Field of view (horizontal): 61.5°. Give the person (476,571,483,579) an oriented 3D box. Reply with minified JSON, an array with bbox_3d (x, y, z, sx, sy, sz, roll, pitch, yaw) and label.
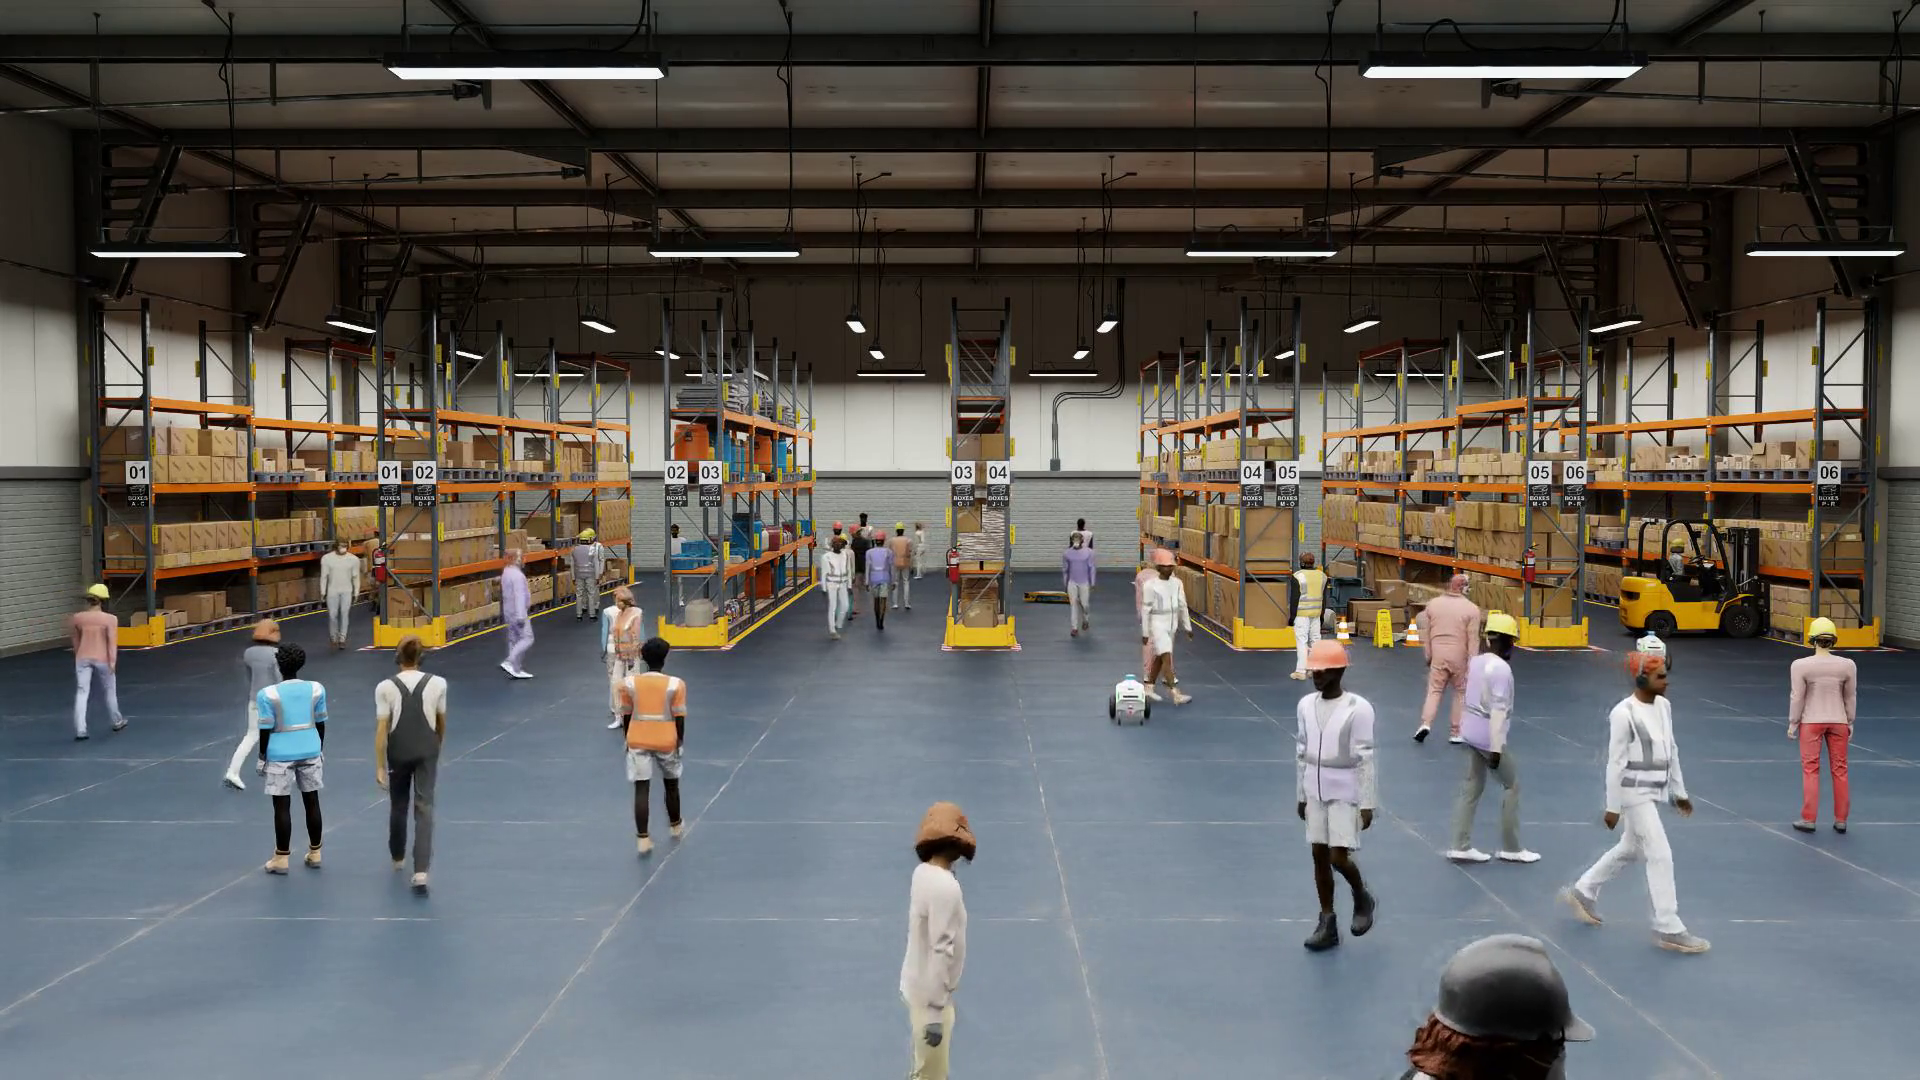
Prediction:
[{"bbox_3d":[-11.838,0.366,39.736,0.622,2.008,1.010,0,2,-1],"label":"person"}]

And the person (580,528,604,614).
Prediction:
[{"bbox_3d":[-7.858,0.666,34.303,0.587,1.826,0.404,1,2,13],"label":"person"}]

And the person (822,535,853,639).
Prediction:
[{"bbox_3d":[-2.212,0.846,29.091,0.630,1.876,0.403,-1,3,-33],"label":"person"}]

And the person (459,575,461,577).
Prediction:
[{"bbox_3d":[-10.974,0.651,34.600,0.603,1.828,0.404,1,2,12],"label":"person"}]

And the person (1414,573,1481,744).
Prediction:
[{"bbox_3d":[5.342,1.305,17.685,0.664,1.875,0.648,2,3,43],"label":"person"}]

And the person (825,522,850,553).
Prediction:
[{"bbox_3d":[-2.764,0.544,36.607,0.574,1.879,1.004,0,2,5],"label":"person"}]

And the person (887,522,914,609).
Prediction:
[{"bbox_3d":[-1.314,0.560,35.714,0.594,1.924,0.382,0,2,0],"label":"person"}]

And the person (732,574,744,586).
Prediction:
[{"bbox_3d":[-5.849,0.327,43.342,0.640,1.795,0.968,0,2,6],"label":"person"}]

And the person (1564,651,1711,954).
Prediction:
[{"bbox_3d":[4.281,1.614,10.280,0.591,1.853,0.941,-2,3,-43],"label":"person"}]

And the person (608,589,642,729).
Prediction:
[{"bbox_3d":[-3.874,1.380,18.821,0.539,1.623,0.460,2,3,44],"label":"person"}]

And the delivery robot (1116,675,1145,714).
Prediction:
[{"bbox_3d":[2.041,1.860,19.366,0.477,0.478,0.707,0,2,5],"label":"delivery robot"}]

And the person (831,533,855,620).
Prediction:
[{"bbox_3d":[-2.401,0.749,32.938,0.534,1.767,0.319,0,2,-2],"label":"person"}]

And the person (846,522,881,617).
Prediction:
[{"bbox_3d":[-2.046,0.618,33.674,0.669,1.988,0.649,1,3,29],"label":"person"}]

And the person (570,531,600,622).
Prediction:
[{"bbox_3d":[-7.557,0.728,32.598,0.593,1.837,0.404,0,2,3],"label":"person"}]

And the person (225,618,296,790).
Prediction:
[{"bbox_3d":[-6.585,1.534,15.214,0.507,1.605,0.795,1,2,21],"label":"person"}]

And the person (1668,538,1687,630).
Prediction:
[{"bbox_3d":[13.726,0.840,30.913,0.313,1.744,0.487,0,2,2],"label":"person"}]

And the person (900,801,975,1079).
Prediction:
[{"bbox_3d":[-0.087,1.877,6.491,0.348,1.607,0.656,0,2,-9],"label":"person"}]

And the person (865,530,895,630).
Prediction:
[{"bbox_3d":[-1.537,0.764,30.925,0.557,1.908,0.935,0,2,5],"label":"person"}]

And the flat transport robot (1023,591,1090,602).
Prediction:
[{"bbox_3d":[2.251,1.318,37.686,1.431,0.197,0.652,1,2,21],"label":"flat transport robot"}]

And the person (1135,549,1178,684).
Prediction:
[{"bbox_3d":[2.815,1.078,22.897,0.636,1.911,0.404,1,3,32],"label":"person"}]

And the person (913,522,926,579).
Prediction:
[{"bbox_3d":[-1.185,0.298,45.850,0.369,1.626,0.524,1,3,25],"label":"person"}]

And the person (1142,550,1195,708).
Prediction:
[{"bbox_3d":[2.656,1.126,20.719,0.611,1.987,1.052,-2,3,-35],"label":"person"}]

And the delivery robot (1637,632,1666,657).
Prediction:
[{"bbox_3d":[10.593,1.646,24.741,0.477,0.478,0.707,1,2,16],"label":"delivery robot"}]

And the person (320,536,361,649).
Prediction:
[{"bbox_3d":[-10.461,0.900,27.284,0.640,1.912,0.719,-1,3,-26],"label":"person"}]

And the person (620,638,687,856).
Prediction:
[{"bbox_3d":[-2.405,1.602,12.774,0.538,1.663,0.812,0,2,-2],"label":"person"}]

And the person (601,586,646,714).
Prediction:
[{"bbox_3d":[-4.113,1.366,19.753,0.535,1.583,0.728,0,2,-11],"label":"person"}]

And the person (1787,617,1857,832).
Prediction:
[{"bbox_3d":[7.134,1.526,13.371,0.523,1.770,0.315,0,2,7],"label":"person"}]

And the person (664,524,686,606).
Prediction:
[{"bbox_3d":[-6.411,0.566,36.413,0.518,1.862,0.319,-1,2,-13],"label":"person"}]

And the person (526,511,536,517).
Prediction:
[{"bbox_3d":[-12.115,0.161,45.614,1.045,1.934,0.651,0,2,5],"label":"person"}]

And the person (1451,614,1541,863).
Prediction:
[{"bbox_3d":[4.091,1.508,12.268,0.762,1.884,0.613,0,2,-8],"label":"person"}]

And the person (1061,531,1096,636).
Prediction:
[{"bbox_3d":[2.192,0.796,29.836,0.643,1.919,0.571,1,2,16],"label":"person"}]

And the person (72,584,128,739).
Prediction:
[{"bbox_3d":[-9.728,1.357,18.193,0.538,1.719,0.898,0,2,-4],"label":"person"}]

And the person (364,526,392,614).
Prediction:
[{"bbox_3d":[-12.390,0.615,34.434,0.567,1.916,0.518,0,2,-2],"label":"person"}]

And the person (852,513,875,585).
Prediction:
[{"bbox_3d":[-2.585,0.252,43.198,0.634,1.940,0.789,0,2,-3],"label":"person"}]

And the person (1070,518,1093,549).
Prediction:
[{"bbox_3d":[3.016,0.402,39.975,0.597,1.905,0.624,-1,2,-13],"label":"person"}]

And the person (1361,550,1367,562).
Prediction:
[{"bbox_3d":[11.079,0.233,44.414,0.899,1.894,0.663,2,3,35],"label":"person"}]

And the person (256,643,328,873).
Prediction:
[{"bbox_3d":[-4.982,1.613,12.044,0.319,1.697,0.533,2,3,43],"label":"person"}]

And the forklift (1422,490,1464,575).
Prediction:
[{"bbox_3d":[13.926,-0.371,47.846,1.873,2.768,1.129,0,2,0],"label":"forklift"}]

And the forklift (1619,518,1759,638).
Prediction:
[{"bbox_3d":[13.417,0.684,29.791,2.313,2.155,1.214,0,2,0],"label":"forklift"}]

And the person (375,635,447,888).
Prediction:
[{"bbox_3d":[-3.971,1.588,11.702,0.494,1.794,1.006,-1,2,-19],"label":"person"}]

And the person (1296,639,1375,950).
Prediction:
[{"bbox_3d":[2.335,1.576,10.071,0.484,1.927,0.563,-2,3,-42],"label":"person"}]

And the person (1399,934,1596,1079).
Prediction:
[{"bbox_3d":[1.055,1.808,3.393,0.989,2.000,0.691,0,2,5],"label":"person"}]

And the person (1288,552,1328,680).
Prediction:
[{"bbox_3d":[5.016,1.091,23.388,0.634,1.842,0.429,-1,3,-26],"label":"person"}]

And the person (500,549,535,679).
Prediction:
[{"bbox_3d":[-6.362,1.069,23.254,0.416,1.892,0.672,-1,3,-31],"label":"person"}]
